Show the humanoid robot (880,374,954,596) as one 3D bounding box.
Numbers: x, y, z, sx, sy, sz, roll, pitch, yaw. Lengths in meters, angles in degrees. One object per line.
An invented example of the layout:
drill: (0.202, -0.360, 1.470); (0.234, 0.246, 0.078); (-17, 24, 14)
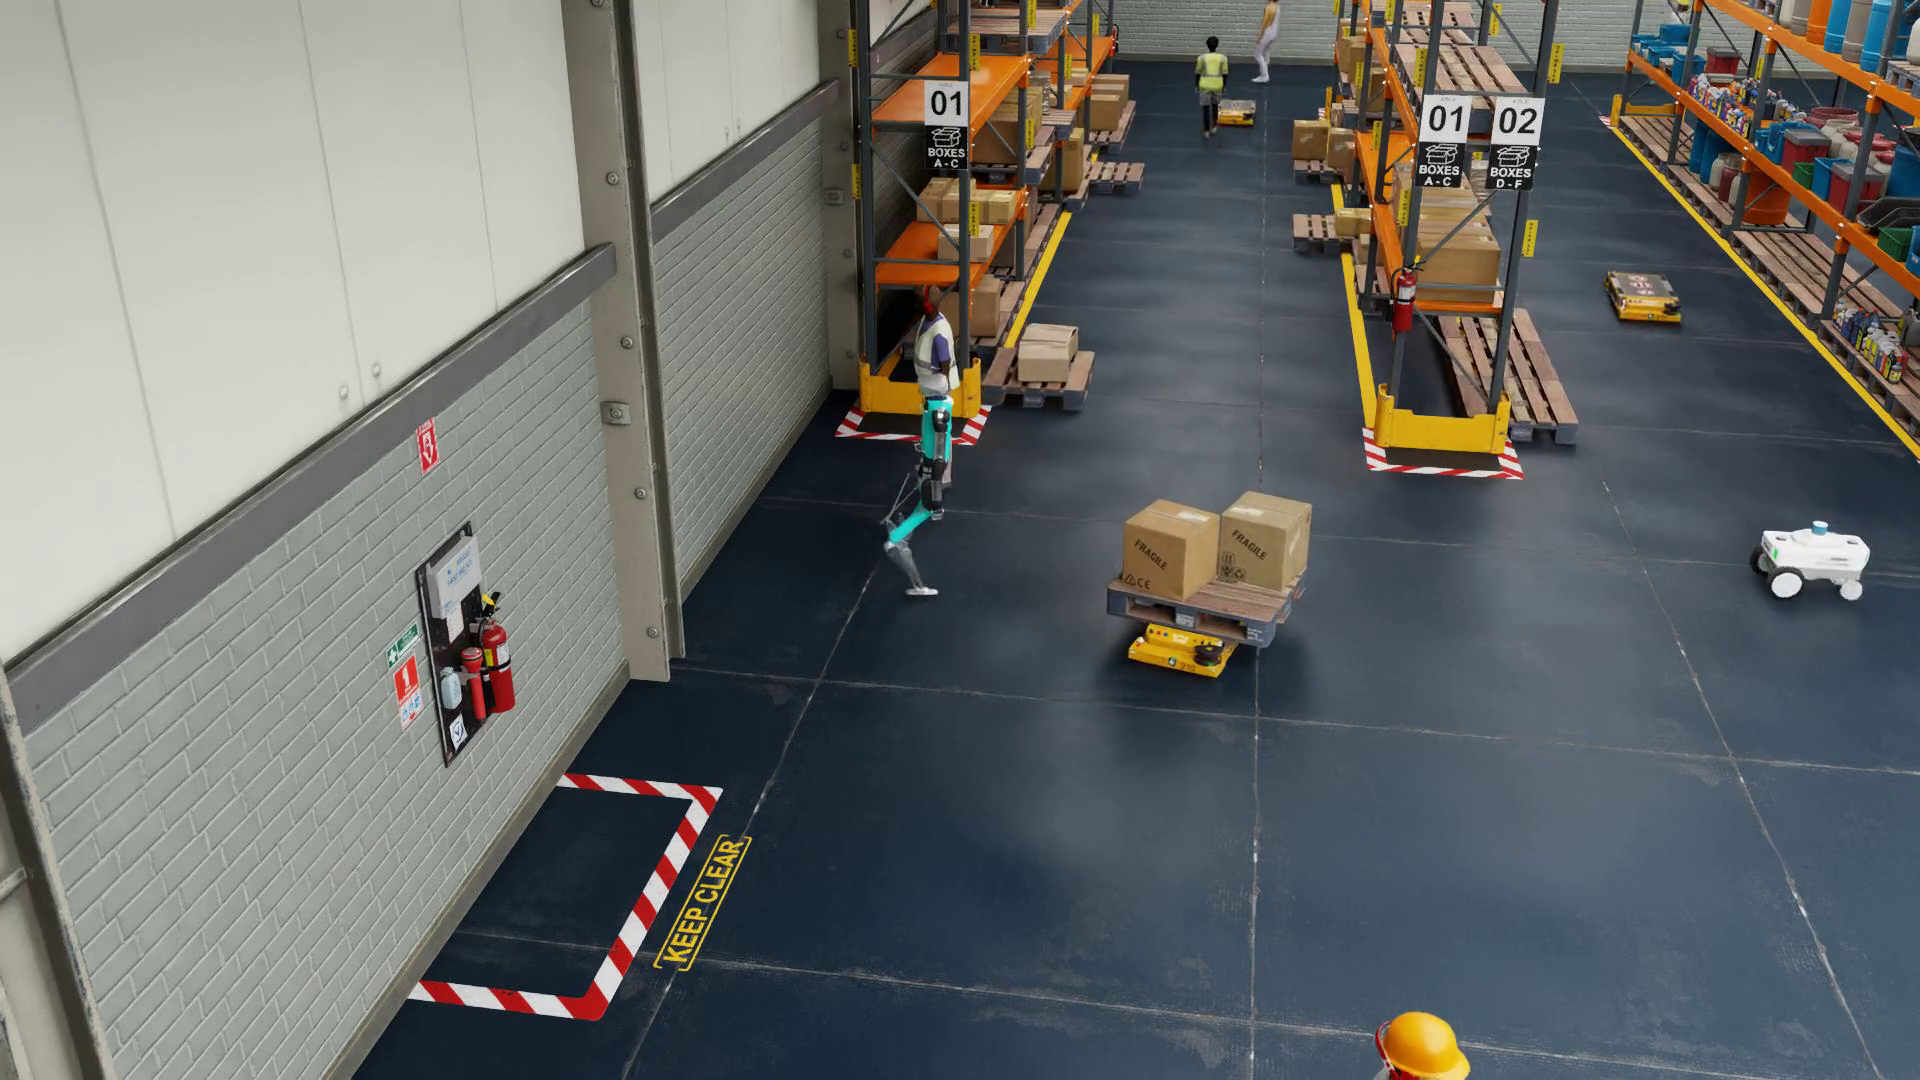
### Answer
humanoid robot: (-0.376, -0.341, 12.390); (0.667, 1.829, 0.538); (-3, 25, -7)

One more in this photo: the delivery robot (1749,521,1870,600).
delivery robot: (6.486, 0.148, 12.710); (0.783, 0.601, 0.499); (3, 25, 7)

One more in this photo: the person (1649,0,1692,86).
person: (14.012, -9.714, 32.442); (0.917, 1.715, 0.529); (-2, 25, -4)

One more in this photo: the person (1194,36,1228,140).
person: (4.198, -7.623, 27.998); (0.538, 1.683, 0.531); (-2, 25, -4)

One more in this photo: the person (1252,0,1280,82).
person: (6.014, -9.913, 32.740); (0.472, 1.831, 0.547); (18, 30, 33)

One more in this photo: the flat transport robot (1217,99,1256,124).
flat transport robot: (4.943, -7.660, 29.752); (0.659, 0.231, 1.431); (5, 25, 10)

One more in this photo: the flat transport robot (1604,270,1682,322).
flat transport robot: (7.982, -2.859, 19.477); (0.659, 0.231, 1.431); (5, 26, 11)

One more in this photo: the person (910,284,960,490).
person: (-0.211, -1.306, 14.298); (0.396, 1.840, 0.563); (-5, 26, -12)

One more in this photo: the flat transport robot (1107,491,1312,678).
flat transport robot: (1.787, 0.555, 12.169); (0.659, 0.231, 1.431); (12, 27, 23)

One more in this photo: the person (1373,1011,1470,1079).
person: (1.581, 2.495, 6.113); (0.379, 1.890, 0.562); (16, 30, 31)
